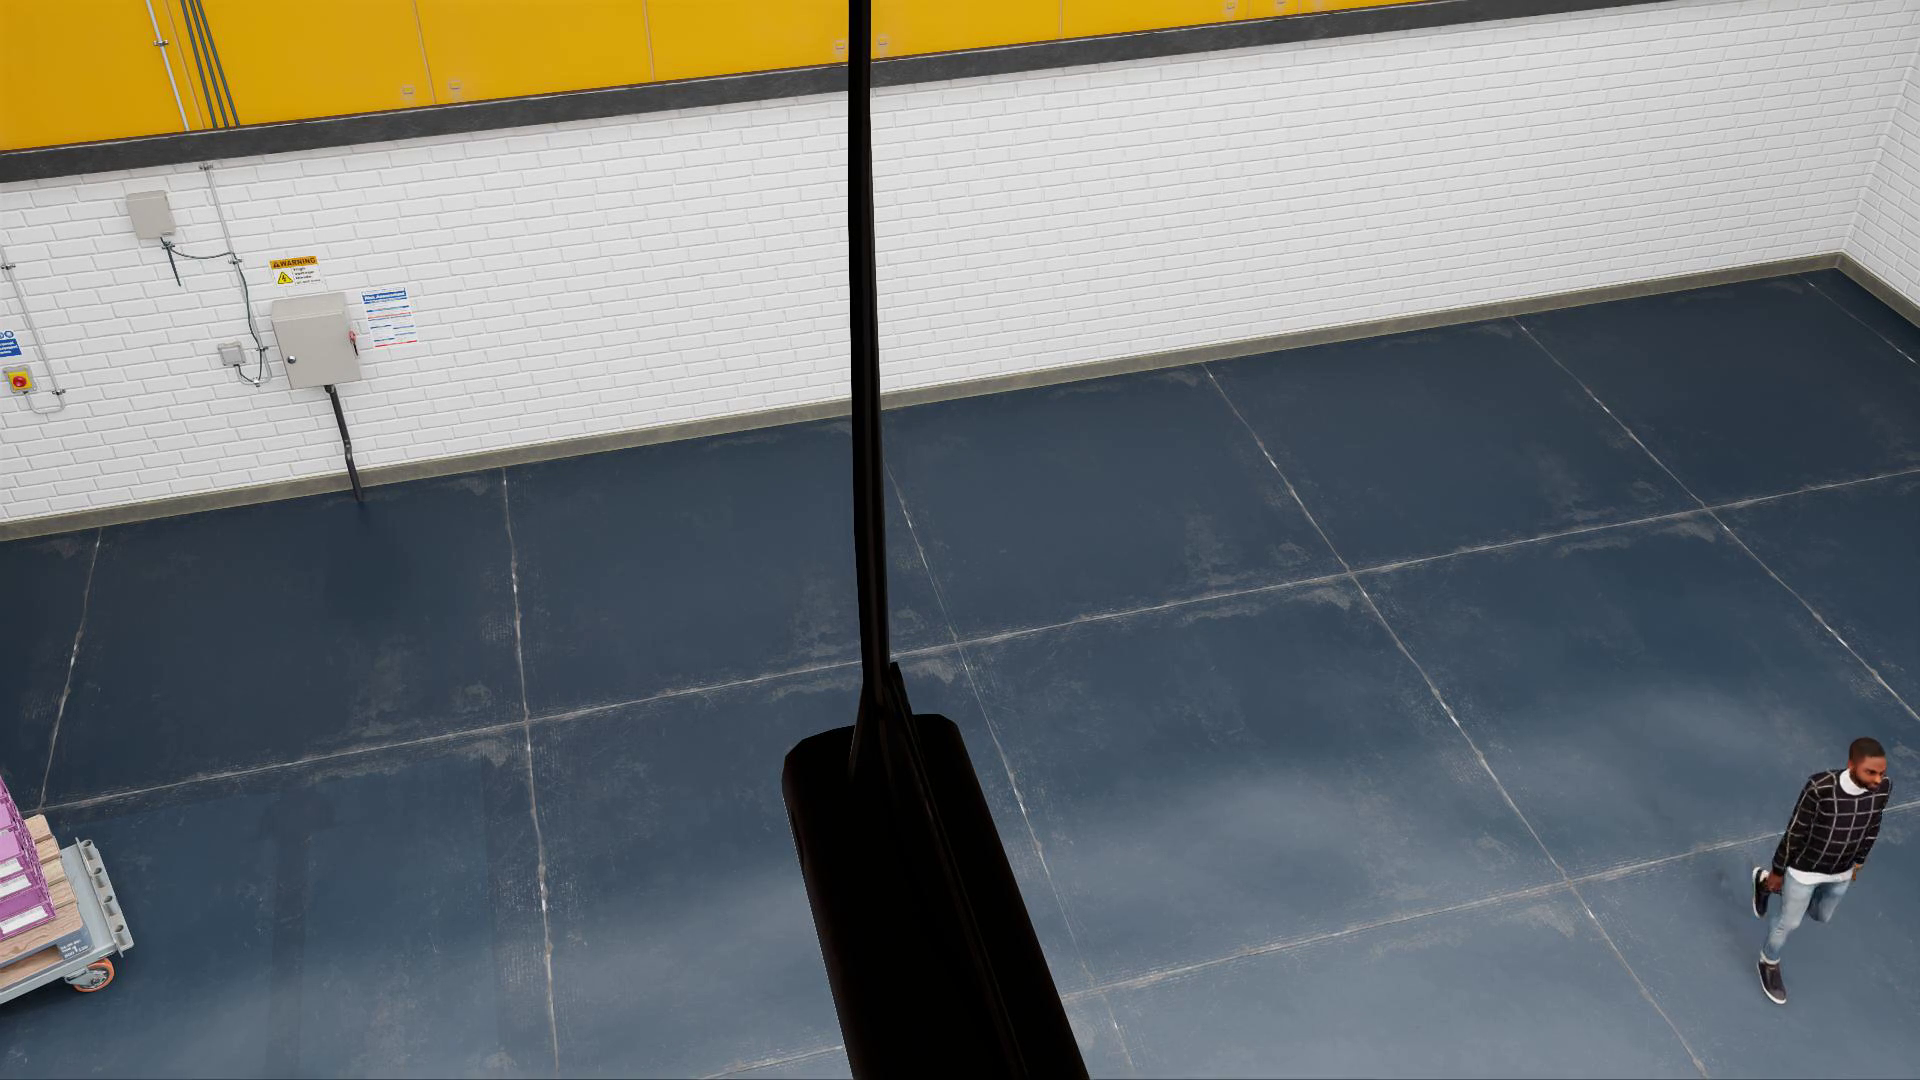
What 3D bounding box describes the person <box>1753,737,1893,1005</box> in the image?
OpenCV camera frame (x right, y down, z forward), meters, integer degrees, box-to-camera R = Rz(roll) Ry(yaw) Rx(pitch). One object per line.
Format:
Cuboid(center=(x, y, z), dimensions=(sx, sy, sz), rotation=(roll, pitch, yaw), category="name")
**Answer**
Cuboid(center=(4.590, 1.668, 9.003), dimensions=(0.789, 1.804, 1.011), rotation=(-2, 39, -3), category="person")
